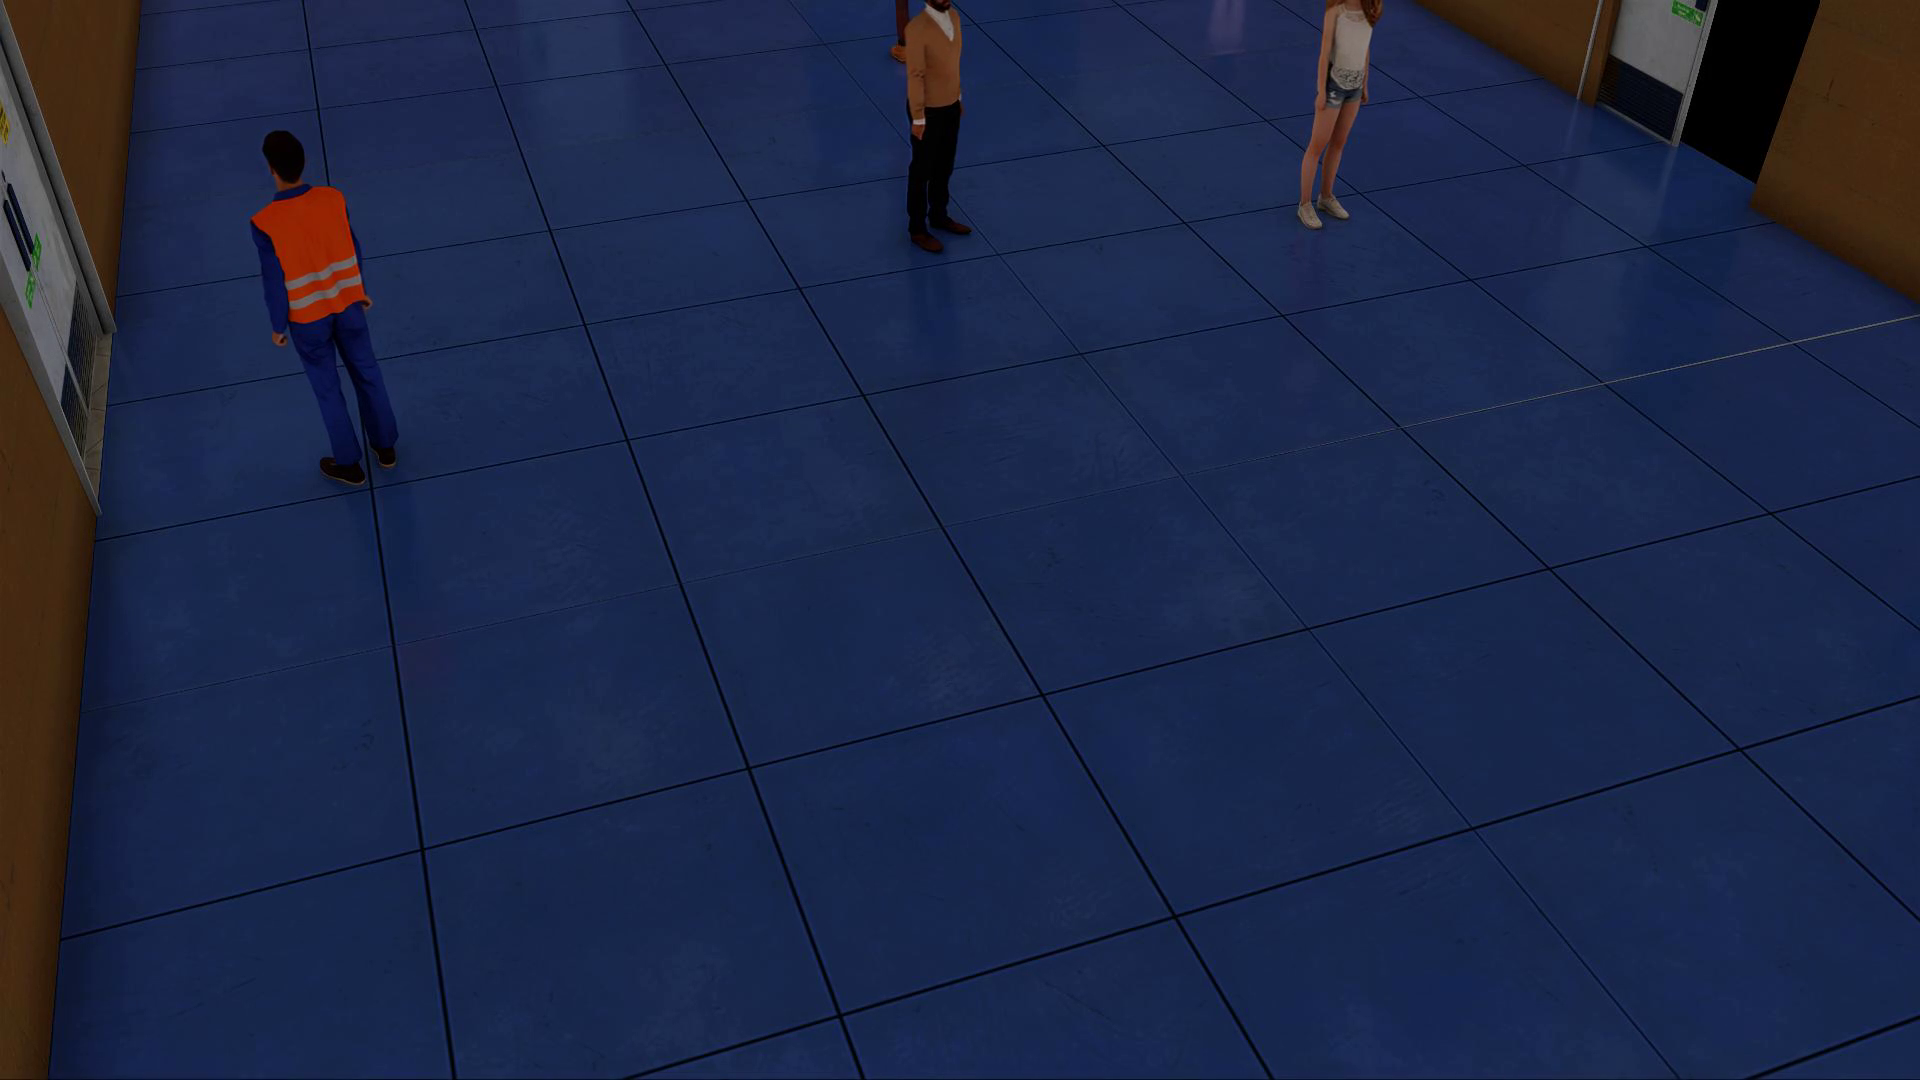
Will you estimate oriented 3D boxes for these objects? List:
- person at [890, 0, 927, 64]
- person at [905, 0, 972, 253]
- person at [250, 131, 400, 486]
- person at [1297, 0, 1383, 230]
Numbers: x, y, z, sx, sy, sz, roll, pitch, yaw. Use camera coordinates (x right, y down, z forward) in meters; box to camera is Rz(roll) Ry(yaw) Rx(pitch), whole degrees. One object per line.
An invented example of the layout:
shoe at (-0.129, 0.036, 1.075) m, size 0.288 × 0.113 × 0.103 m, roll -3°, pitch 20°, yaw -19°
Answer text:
person at (-0.362, -4.611, 12.968) m, size 0.545 × 1.728 × 0.680 m, roll -9°, pitch 38°, yaw -12°
person at (-0.156, -2.702, 10.403) m, size 0.814 × 1.754 × 0.720 m, roll 22°, pitch 42°, yaw 26°
person at (-3.146, -1.131, 8.218) m, size 0.850 × 1.864 × 0.726 m, roll 28°, pitch 45°, yaw 32°
person at (2.413, -2.884, 10.641) m, size 0.519 × 1.759 × 0.671 m, roll -21°, pitch 42°, yaw -25°
